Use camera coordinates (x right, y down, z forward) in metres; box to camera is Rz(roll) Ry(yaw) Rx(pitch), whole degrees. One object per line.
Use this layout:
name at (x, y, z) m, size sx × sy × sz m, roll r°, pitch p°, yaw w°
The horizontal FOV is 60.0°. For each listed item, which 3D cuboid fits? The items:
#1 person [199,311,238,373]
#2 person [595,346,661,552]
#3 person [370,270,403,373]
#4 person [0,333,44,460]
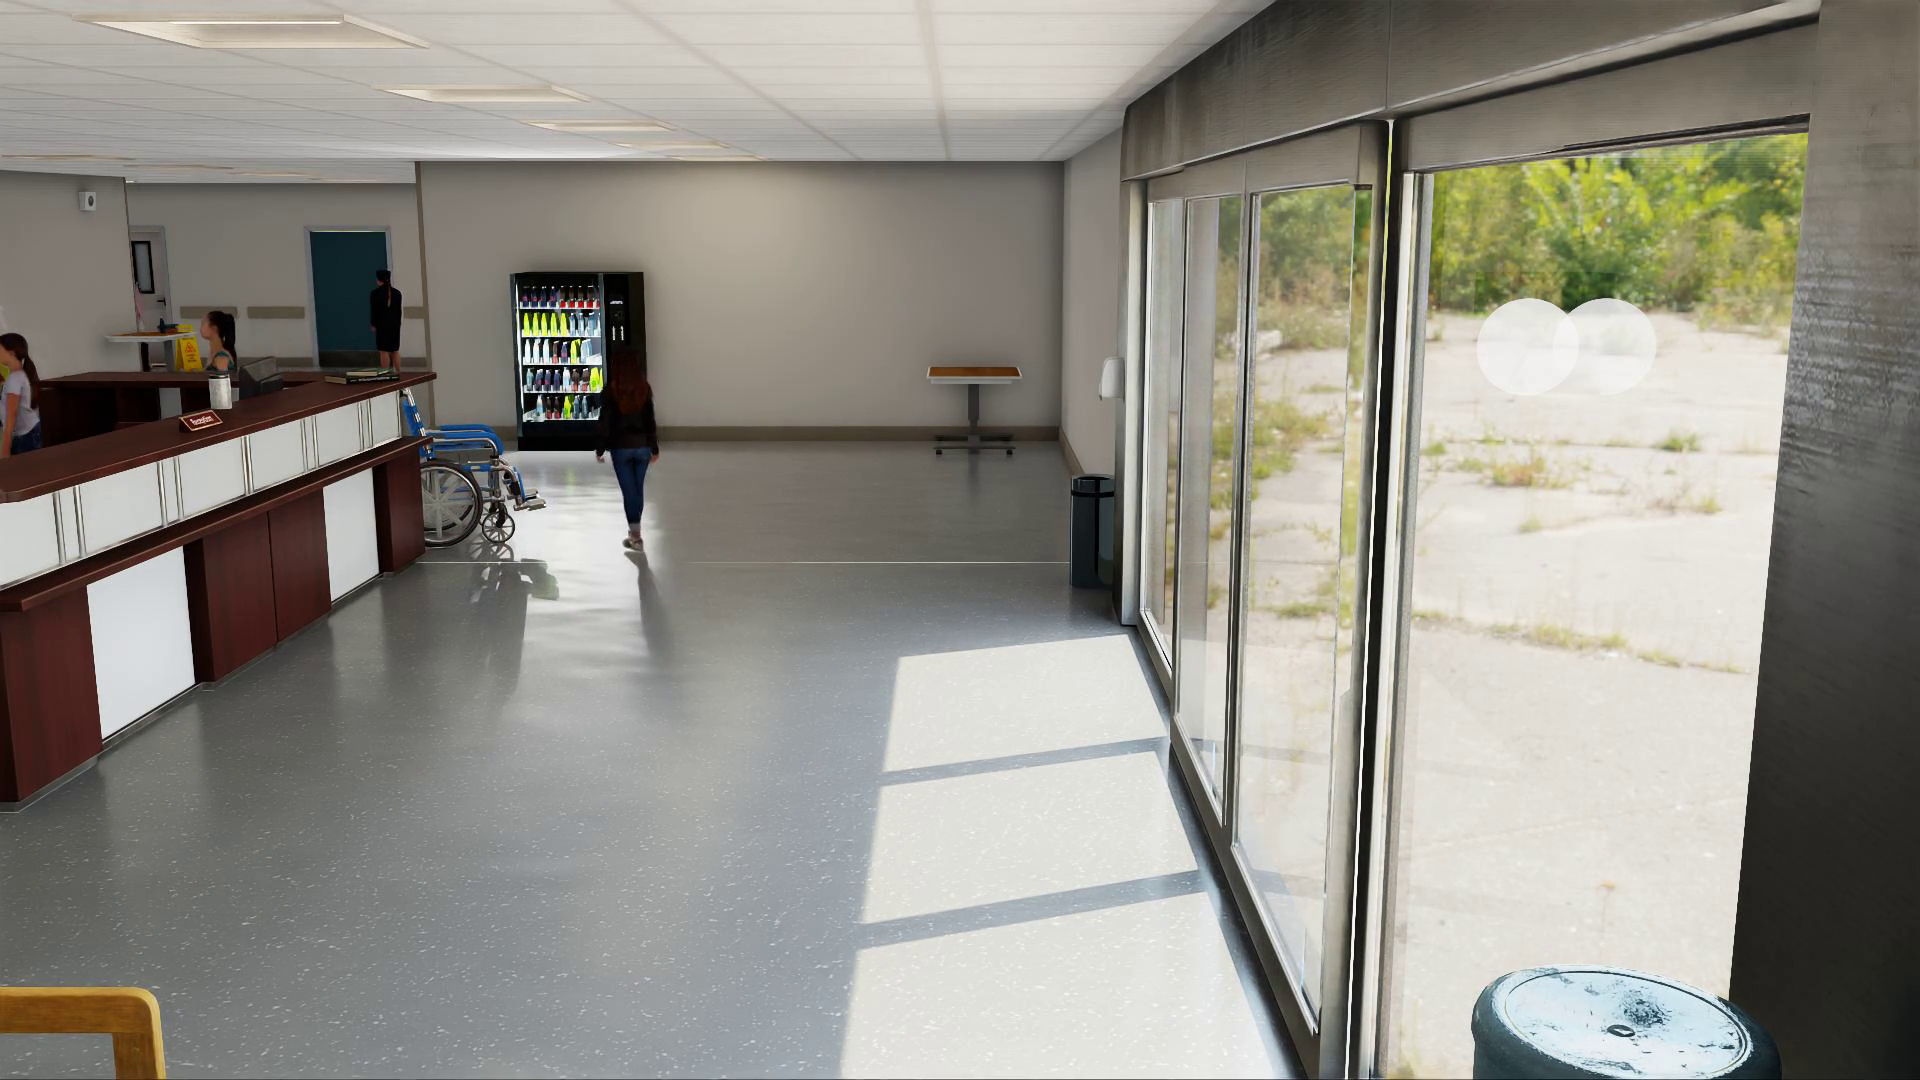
person at (-5.569, -0.900, 12.793) m, size 1.116 × 1.650 × 0.838 m, roll -4°, pitch 12°, yaw -22°
person at (-2.345, -0.653, 11.978) m, size 0.780 × 1.469 × 0.822 m, roll -7°, pitch 13°, yaw -32°
person at (-8.485, -3.155, 24.619) m, size 0.818 × 1.671 × 0.796 m, roll 7°, pitch 13°, yaw 33°
person at (-6.799, -0.746, 12.238) m, size 0.722 × 1.555 × 0.647 m, roll -3°, pitch 11°, yaw -18°
